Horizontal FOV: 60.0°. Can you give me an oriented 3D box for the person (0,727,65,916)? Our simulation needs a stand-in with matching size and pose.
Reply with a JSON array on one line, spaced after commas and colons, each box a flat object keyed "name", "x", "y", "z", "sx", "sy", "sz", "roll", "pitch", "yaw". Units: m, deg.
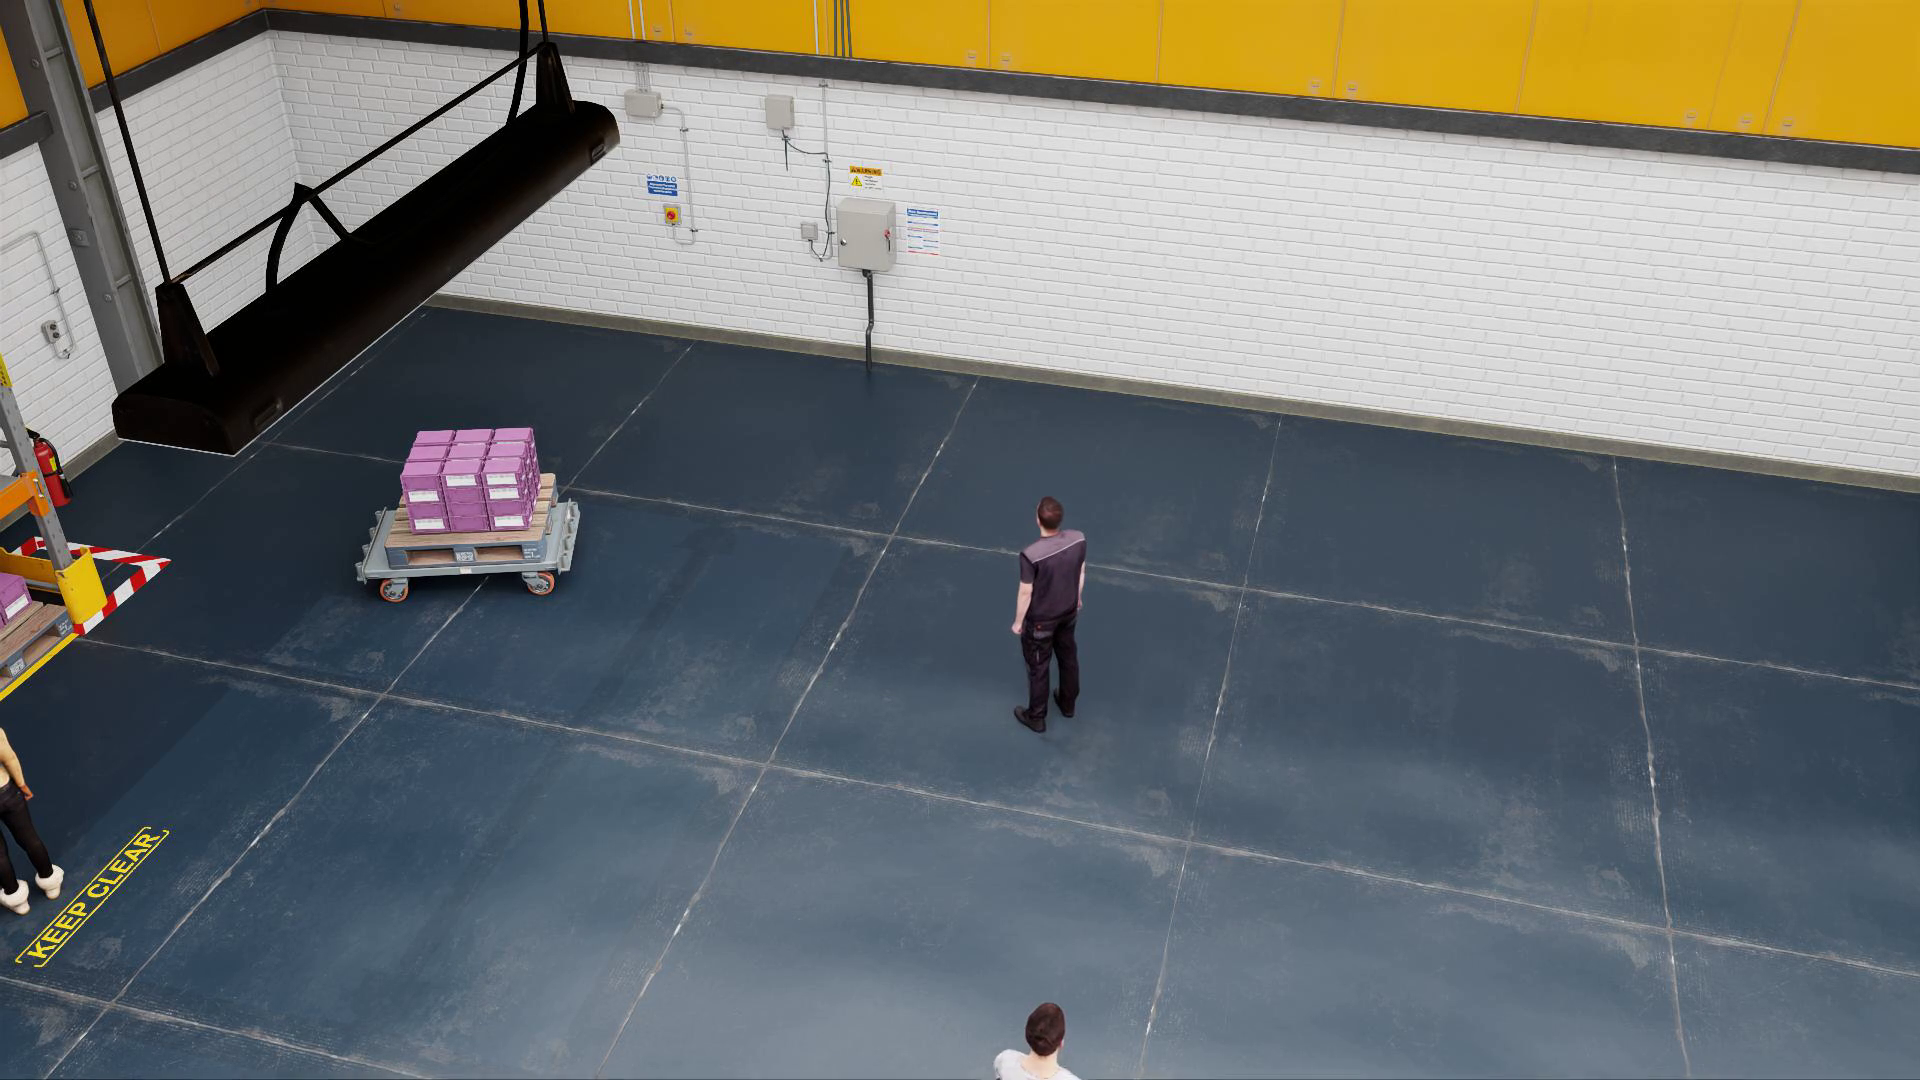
[{"name": "person", "x": -5.871, "y": 1.576, "z": 10.084, "sx": 0.660, "sy": 1.660, "sz": 0.747, "roll": -27, "pitch": 42, "yaw": -34}]

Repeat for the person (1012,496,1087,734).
[{"name": "person", "x": 0.623, "y": 0.506, "z": 11.527, "sx": 0.787, "sy": 1.845, "sz": 0.861, "roll": -19, "pitch": 38, "yaw": -27}]

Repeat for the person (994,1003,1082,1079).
[{"name": "person", "x": 0.346, "y": 2.962, "z": 7.868, "sx": 0.869, "sy": 1.805, "sz": 1.229, "roll": 19, "pitch": 38, "yaw": 26}]
